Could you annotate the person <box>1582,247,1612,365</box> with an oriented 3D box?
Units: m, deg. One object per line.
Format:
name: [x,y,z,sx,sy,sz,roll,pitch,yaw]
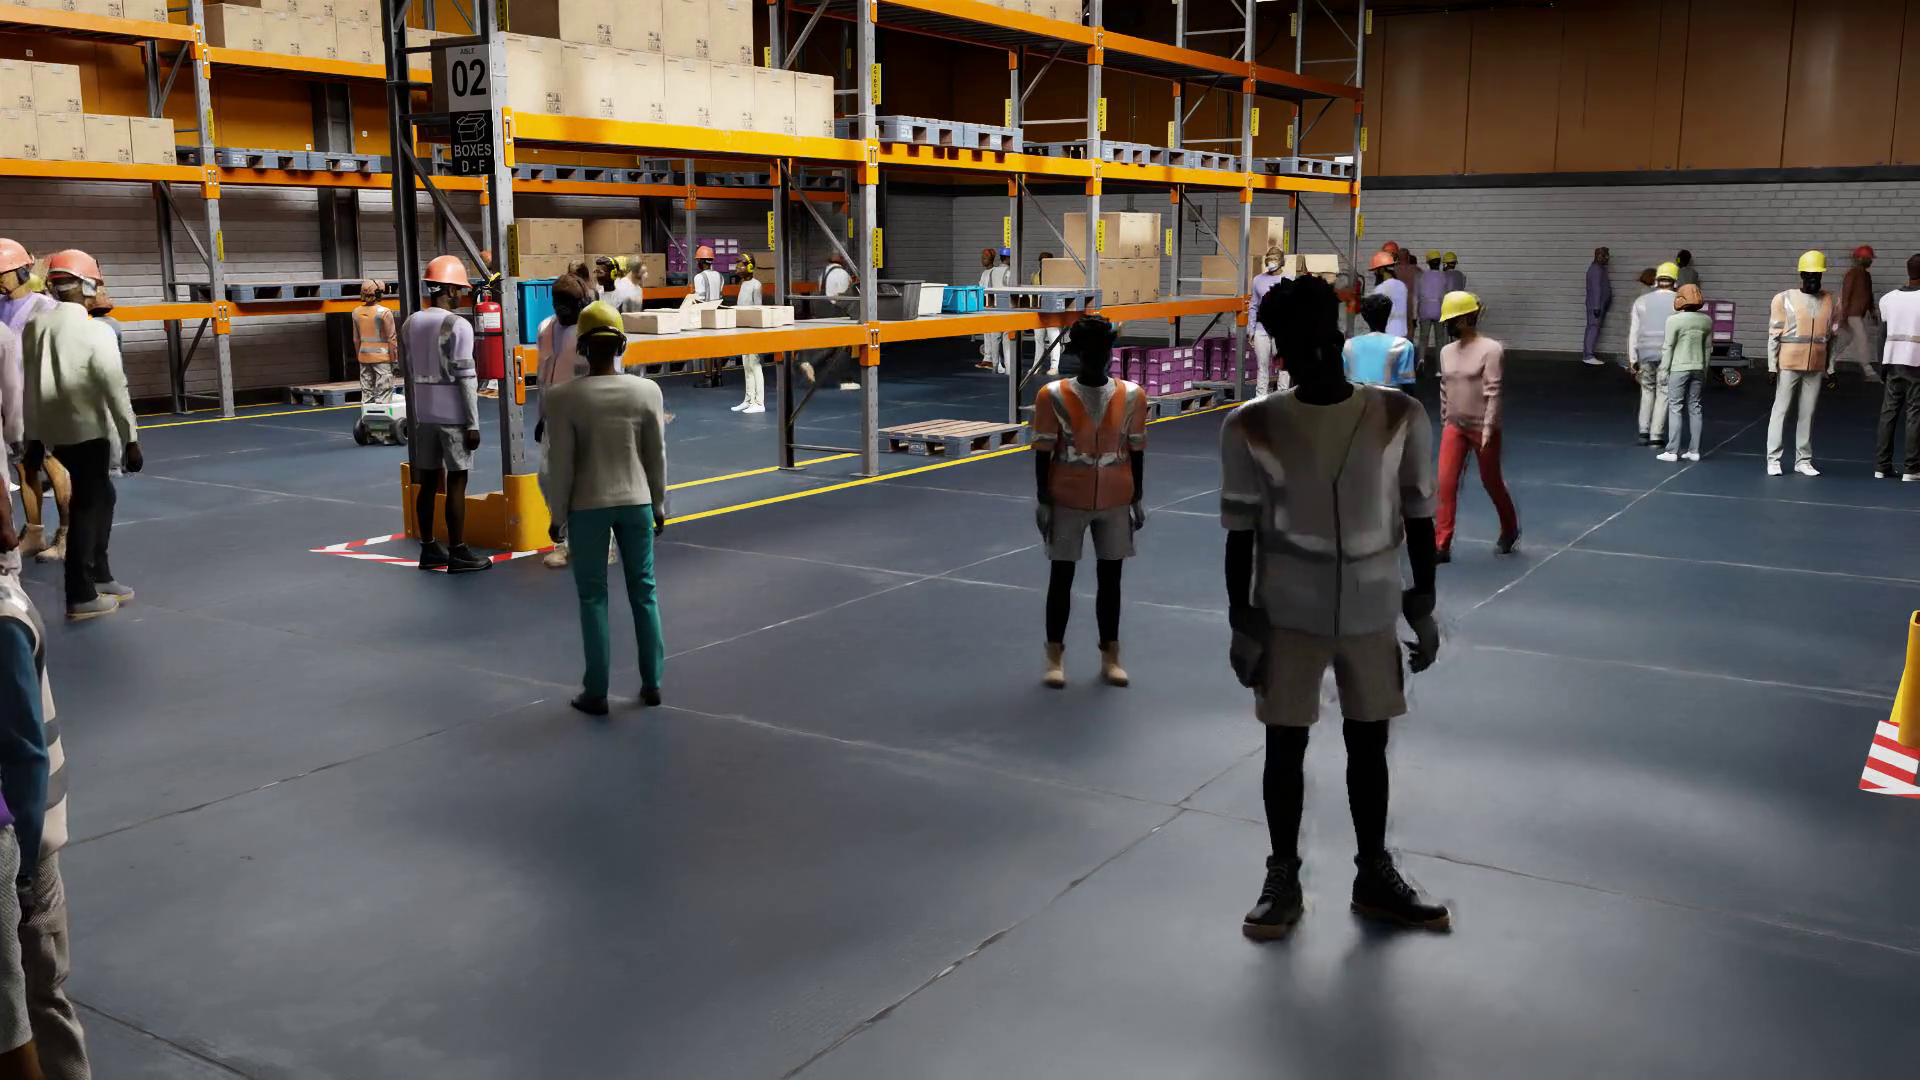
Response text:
person: [10.427,-3.823,27.188,0.402,1.906,0.652,3,11,17]

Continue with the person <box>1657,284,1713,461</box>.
person: [6.663,-1.532,15.276,0.495,1.622,0.294,-3,11,-16]

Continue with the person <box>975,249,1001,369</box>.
person: [0.473,-3.639,26.228,0.337,1.882,0.584,-5,12,-28]

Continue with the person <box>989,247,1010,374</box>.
person: [0.683,-3.479,25.195,0.410,1.937,0.605,-8,13,-37]

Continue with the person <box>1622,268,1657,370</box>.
person: [10.071,-3.202,24.555,0.435,1.620,0.500,2,10,11]

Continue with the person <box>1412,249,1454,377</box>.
person: [6.952,-3.325,24.472,0.601,1.904,0.653,3,11,17]

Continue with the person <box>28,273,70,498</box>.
person: [-7.269,-1.215,13.128,0.312,1.768,0.530,-9,14,-41]

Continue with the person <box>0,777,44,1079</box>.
person: [-1.563,0.639,2.374,0.549,1.936,0.376,2,10,9]

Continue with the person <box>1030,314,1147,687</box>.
person: [0.586,-0.172,7.535,0.539,1.696,0.317,-1,10,-6]

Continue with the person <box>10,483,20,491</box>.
person: [-7.837,-1.303,13.225,0.407,1.908,0.641,4,11,21]

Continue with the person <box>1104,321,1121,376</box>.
person: [1.829,-2.818,21.824,0.571,1.829,0.445,3,11,15]

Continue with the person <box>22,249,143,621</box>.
person: [-4.657,-0.565,8.960,0.657,1.962,0.652,5,11,24]

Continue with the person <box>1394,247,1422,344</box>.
person: [7.205,-3.803,27.092,0.695,1.896,0.437,4,11,19]

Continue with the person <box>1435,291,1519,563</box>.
person: [3.264,-0.720,10.527,0.888,1.706,0.539,-7,13,-35]

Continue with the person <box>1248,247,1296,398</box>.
person: [3.616,-2.406,19.245,0.633,1.940,0.368,7,12,34]

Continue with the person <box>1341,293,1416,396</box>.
person: [2.781,-0.818,11.215,0.551,1.668,0.586,7,13,35]

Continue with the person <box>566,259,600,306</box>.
person: [-3.541,-1.715,15.688,0.346,1.841,0.506,4,11,23]

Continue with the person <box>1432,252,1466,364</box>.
person: [7.941,-3.767,27.081,0.599,1.830,0.404,-6,12,-29]

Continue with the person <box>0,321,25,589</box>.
person: [-5.527,-0.573,9.178,0.654,1.906,0.408,-8,13,-38]

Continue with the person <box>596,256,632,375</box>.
person: [-3.300,-1.734,15.708,0.519,1.874,0.327,7,13,35]

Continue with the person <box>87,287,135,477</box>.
person: [-7.319,-1.347,14.224,0.268,1.632,0.507,0,10,2]

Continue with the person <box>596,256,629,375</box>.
person: [-4.398,-2.763,21.559,0.612,1.813,0.421,3,11,16]

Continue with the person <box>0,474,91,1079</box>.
person: [-1.941,0.619,3.317,0.306,1.637,0.522,-10,14,-44]

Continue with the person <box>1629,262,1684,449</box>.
person: [6.891,-1.799,16.271,0.593,1.806,0.665,9,13,40]

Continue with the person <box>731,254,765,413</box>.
person: [-2.494,-2.428,19.578,0.329,1.865,0.508,-6,12,-30]

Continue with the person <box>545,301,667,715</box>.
person: [-1.518,-0.137,7.155,0.533,1.767,0.326,-6,12,-31]

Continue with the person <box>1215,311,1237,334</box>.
person: [4.213,-3.489,25.456,1.063,1.869,0.649,-10,14,-43]

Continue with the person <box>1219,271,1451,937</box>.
person: [1.115,0.211,4.788,0.750,1.939,0.374,0,10,3]

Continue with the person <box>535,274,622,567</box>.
person: [-2.355,-0.708,10.162,0.652,1.819,0.537,6,12,31]

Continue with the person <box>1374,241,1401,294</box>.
person: [6.803,-3.748,26.525,0.392,1.995,0.612,0,10,0]

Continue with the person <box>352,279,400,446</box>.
person: [-5.747,-1.742,16.396,0.512,1.641,0.307,4,11,22]

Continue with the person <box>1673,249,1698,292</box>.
person: [11.478,-3.683,26.507,0.517,1.873,0.334,-2,10,-12]

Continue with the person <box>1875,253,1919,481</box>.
person: [8.001,-1.452,14.019,0.391,1.919,0.593,-5,11,-26]

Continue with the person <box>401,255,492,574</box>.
person: [-3.119,-0.758,10.145,0.543,1.929,0.380,6,12,29]

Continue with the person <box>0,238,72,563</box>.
person: [-5.867,-0.863,10.439,0.610,2.030,0.408,4,11,21]

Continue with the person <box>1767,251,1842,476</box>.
person: [7.240,-1.506,14.285,0.585,1.928,0.369,0,10,2]

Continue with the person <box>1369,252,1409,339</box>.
person: [4.794,-2.297,18.783,0.700,1.900,0.514,-9,14,-41]

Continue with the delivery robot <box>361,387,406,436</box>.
delivery robot: [-5.680,-1.285,16.609,0.477,0.478,0.707,1,10,5]

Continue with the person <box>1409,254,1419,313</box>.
person: [7.286,-3.830,27.530,0.640,1.796,0.659,2,10,9]

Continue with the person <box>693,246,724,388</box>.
person: [-3.470,-3.050,22.815,0.354,1.939,0.544,5,12,27]

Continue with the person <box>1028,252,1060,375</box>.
person: [1.302,-3.408,25.070,0.623,1.844,0.430,7,13,35]

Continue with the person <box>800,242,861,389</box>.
person: [-1.717,-3.051,22.538,0.729,2.000,0.707,-5,11,-26]

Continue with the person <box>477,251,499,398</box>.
person: [-6.045,-2.768,21.400,0.358,1.882,0.591,-7,13,-35]

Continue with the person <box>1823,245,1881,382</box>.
person: [12.920,-3.266,24.007,0.621,1.951,1.020,-9,14,-42]

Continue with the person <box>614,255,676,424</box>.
person: [-3.661,-2.160,18.103,1.006,1.867,0.680,0,10,3]
